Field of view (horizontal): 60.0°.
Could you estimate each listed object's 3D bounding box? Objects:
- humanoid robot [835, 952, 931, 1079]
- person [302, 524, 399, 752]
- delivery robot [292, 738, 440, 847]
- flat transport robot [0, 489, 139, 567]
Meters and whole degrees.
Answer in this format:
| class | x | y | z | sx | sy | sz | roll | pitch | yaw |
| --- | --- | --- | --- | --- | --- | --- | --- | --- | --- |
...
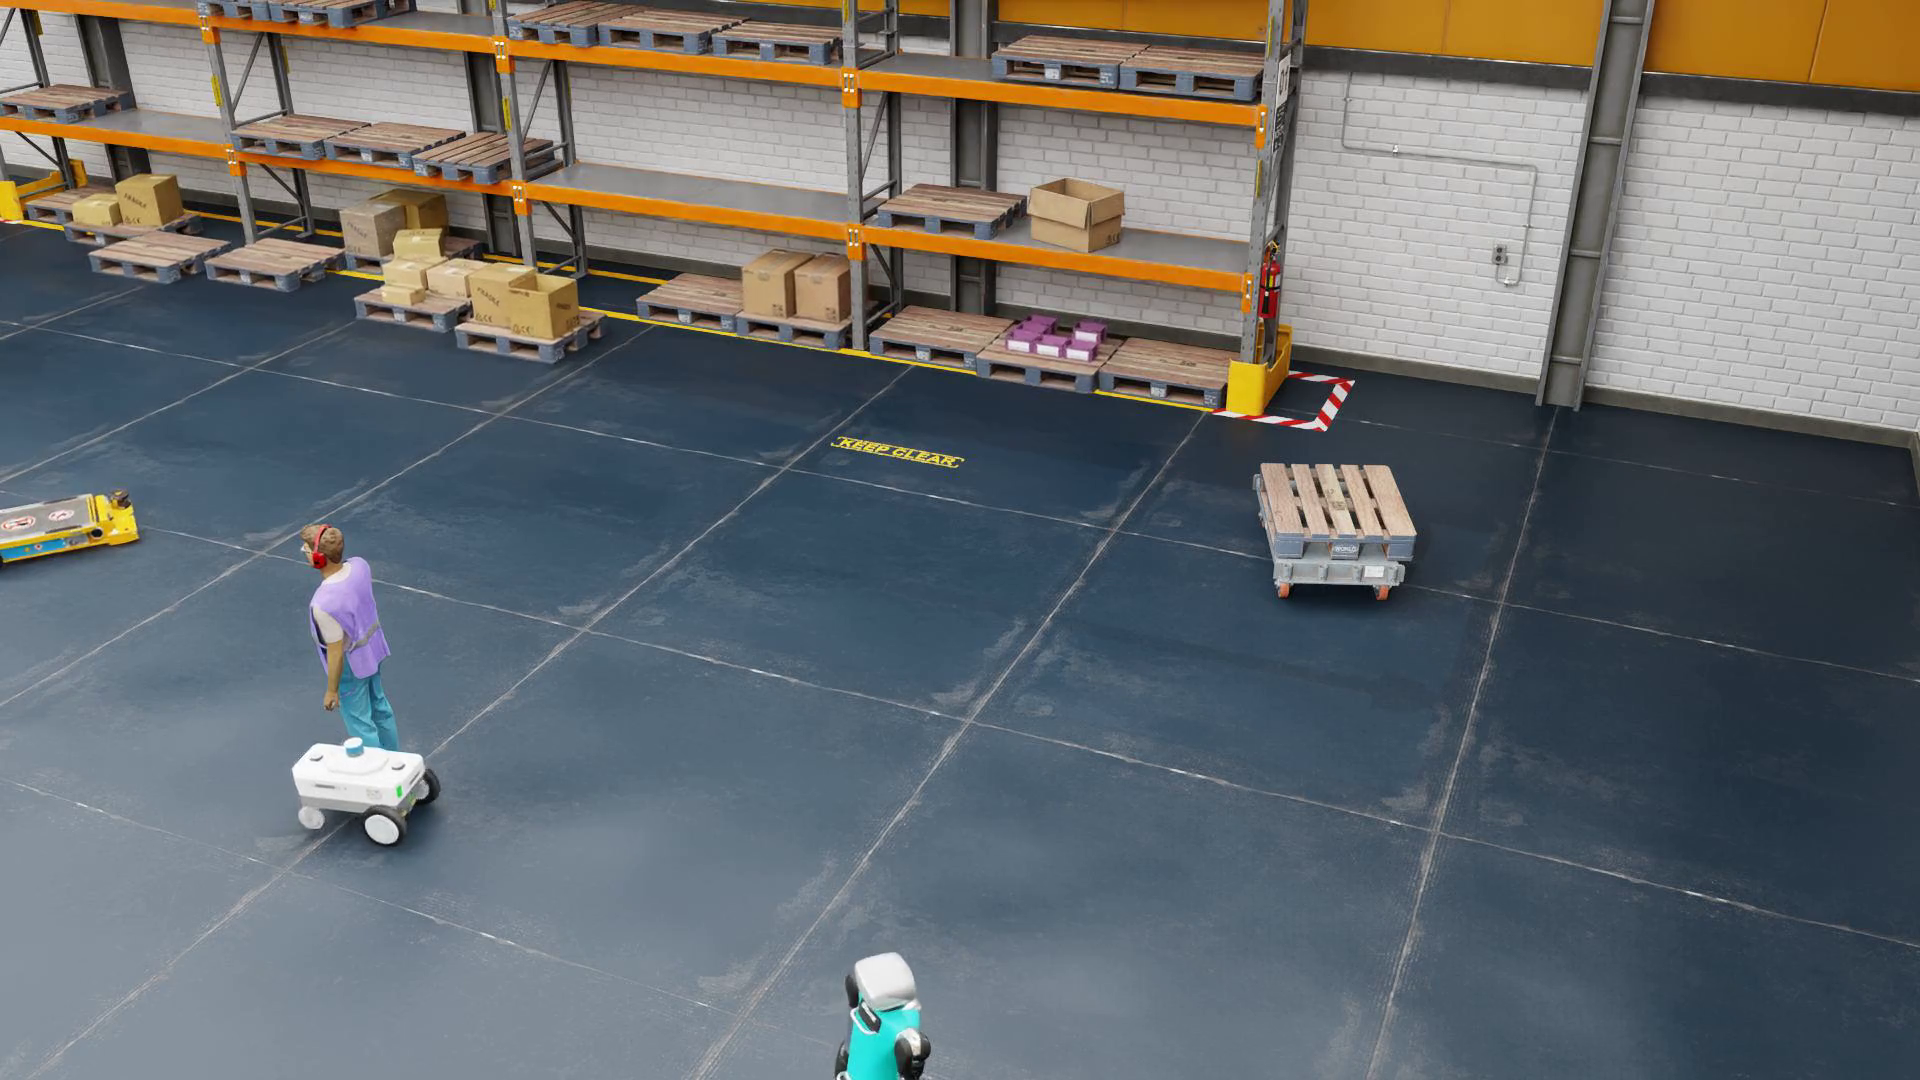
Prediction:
| class | x | y | z | sx | sy | sz | roll | pitch | yaw |
| --- | --- | --- | --- | --- | --- | --- | --- | --- | --- |
| humanoid robot | -0.545 | 2.473 | 6.587 | 1.010 | 1.748 | 0.530 | -15 | 31 | -26 |
| person | -3.556 | 0.744 | 9.766 | 0.389 | 1.847 | 0.563 | 3 | 27 | 5 |
| delivery robot | -3.512 | 1.452 | 9.821 | 0.809 | 0.611 | 0.499 | 5 | 28 | 9 |
| flat transport robot | -7.257 | -0.053 | 13.035 | 1.431 | 0.231 | 0.659 | -14 | 30 | -25 |
